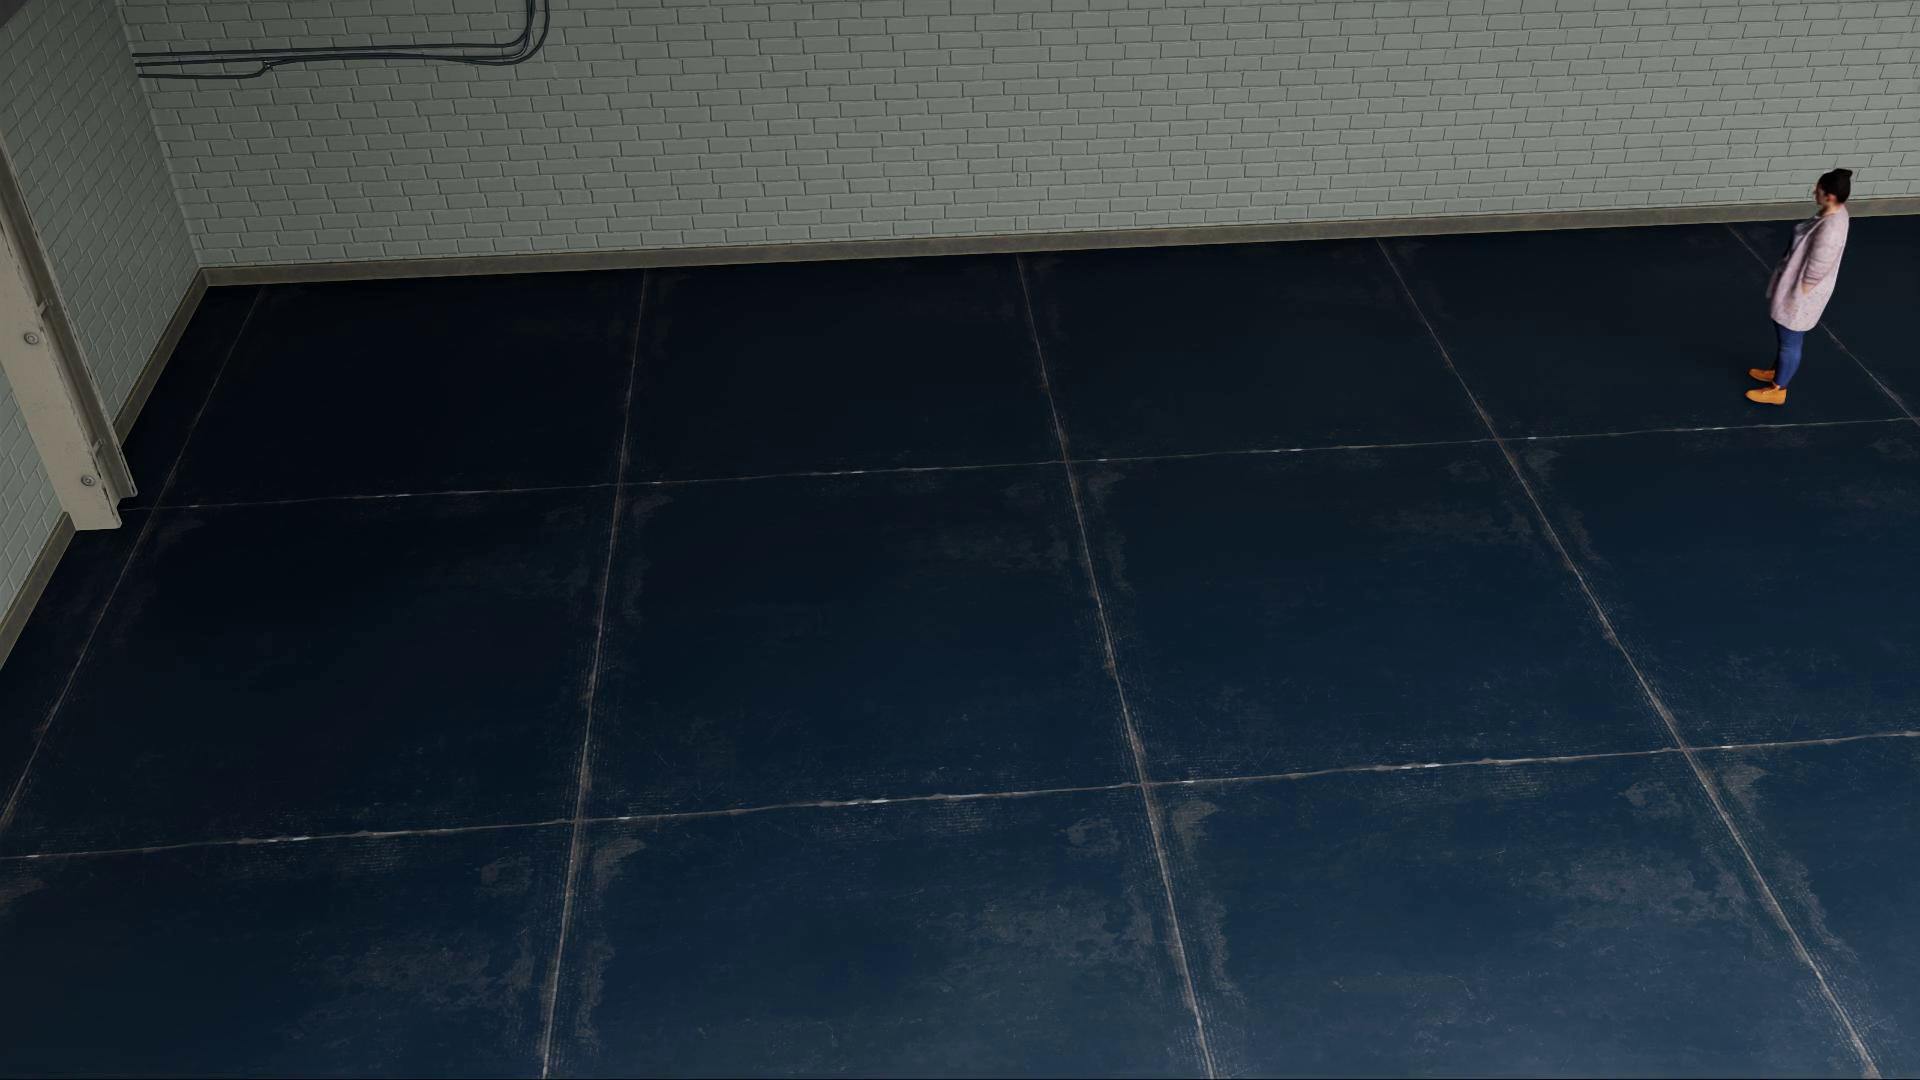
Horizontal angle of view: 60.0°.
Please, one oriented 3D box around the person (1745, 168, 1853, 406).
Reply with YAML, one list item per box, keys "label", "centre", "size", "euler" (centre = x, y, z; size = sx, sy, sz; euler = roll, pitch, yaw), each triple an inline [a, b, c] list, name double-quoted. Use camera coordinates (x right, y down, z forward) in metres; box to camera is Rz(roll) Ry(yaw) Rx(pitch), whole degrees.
- label: "person"
  centre: [5.798, -1.747, 11.397]
  size: [0.858, 1.745, 0.751]
  euler: [17, 41, 20]
